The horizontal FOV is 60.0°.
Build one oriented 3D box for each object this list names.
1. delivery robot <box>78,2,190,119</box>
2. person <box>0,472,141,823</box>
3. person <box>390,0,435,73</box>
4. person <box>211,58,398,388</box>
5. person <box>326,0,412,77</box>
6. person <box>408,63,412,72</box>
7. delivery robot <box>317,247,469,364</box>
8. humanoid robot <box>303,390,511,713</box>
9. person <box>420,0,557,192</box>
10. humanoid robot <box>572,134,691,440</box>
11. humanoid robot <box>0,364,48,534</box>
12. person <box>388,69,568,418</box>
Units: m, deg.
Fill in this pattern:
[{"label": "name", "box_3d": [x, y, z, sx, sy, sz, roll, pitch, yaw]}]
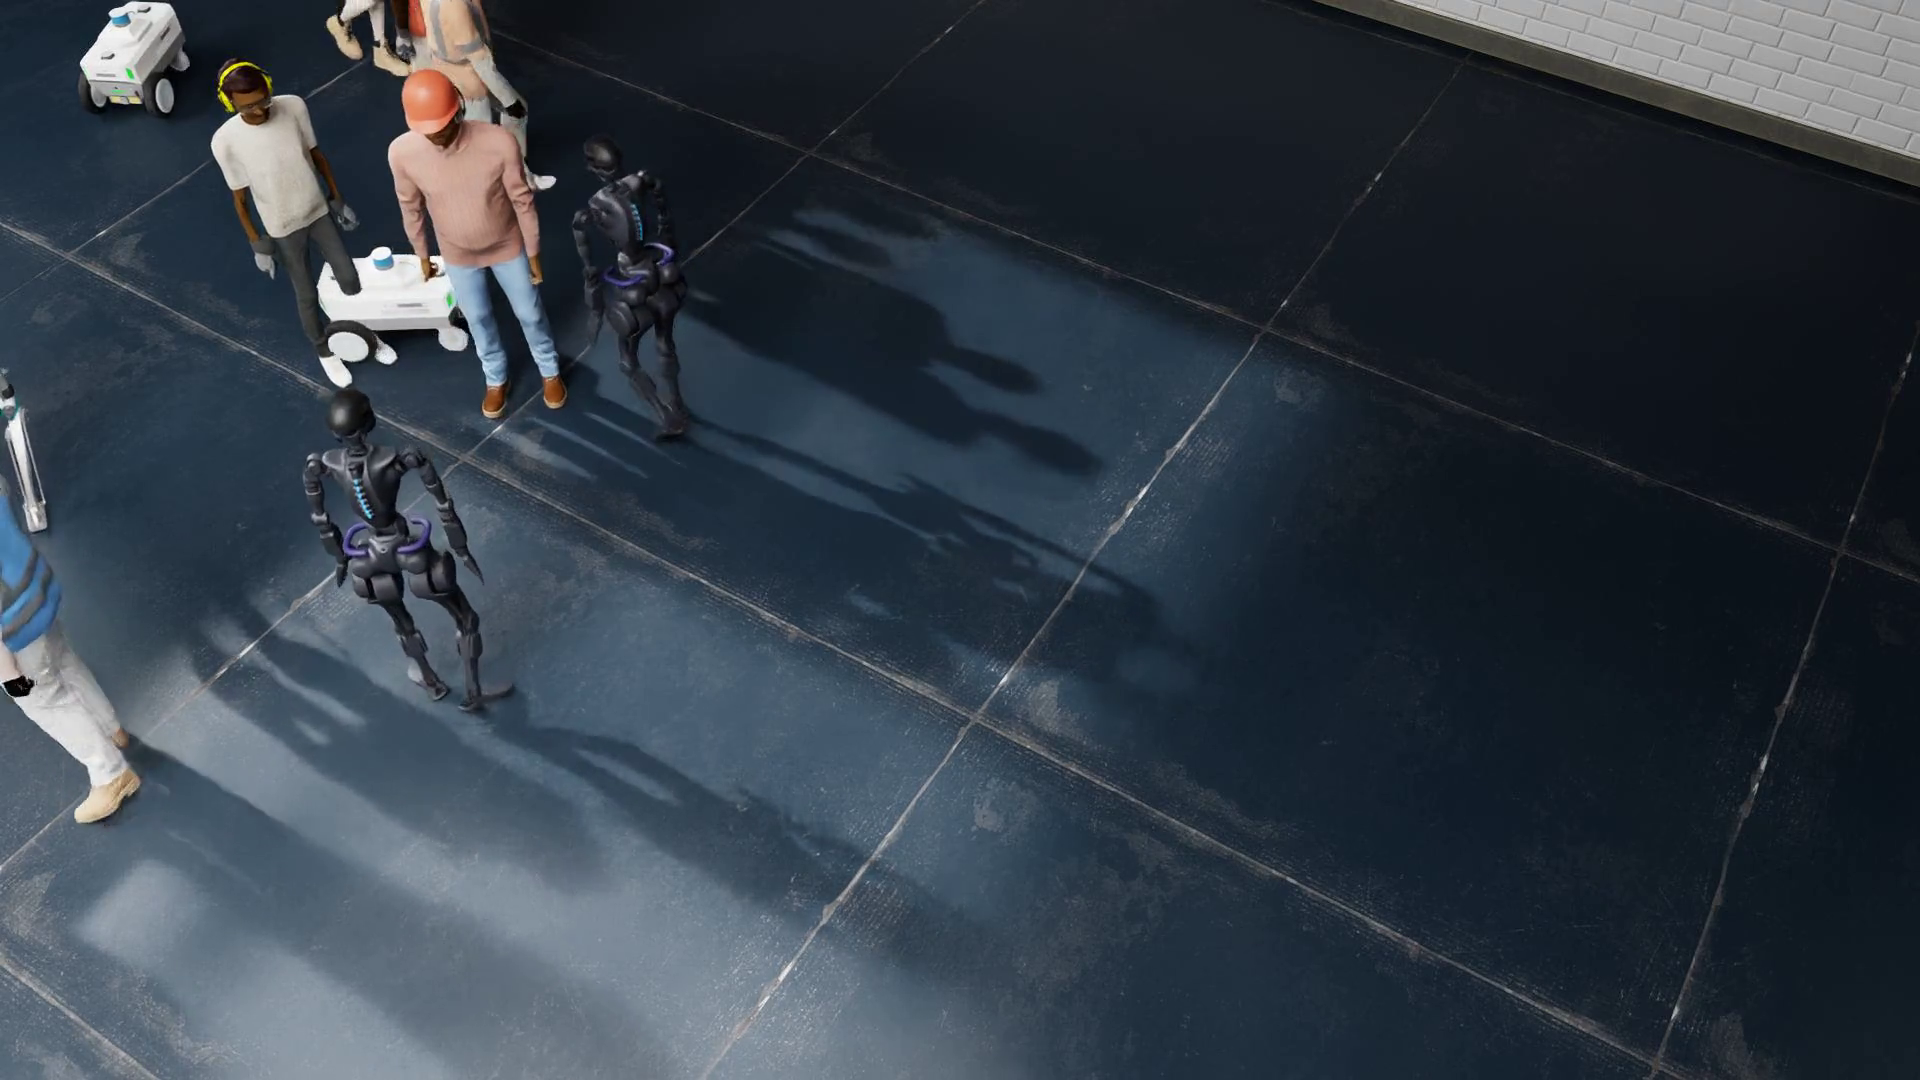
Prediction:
[{"label": "delivery robot", "box_3d": [-5.076, -2.982, 10.217, 0.507, 0.572, 0.736, 4, 49, 4]}, {"label": "person", "box_3d": [-3.723, 0.336, 6.506, 0.471, 1.801, 0.764, -7, 49, -6]}, {"label": "person", "box_3d": [-2.952, -2.959, 9.290, 0.390, 1.952, 0.606, 17, 51, 15]}, {"label": "person", "box_3d": [-3.210, -1.539, 8.110, 0.355, 1.853, 0.540, 35, 57, 27]}, {"label": "person", "box_3d": [-3.666, -3.656, 9.948, 0.498, 1.868, 0.488, 22, 52, 18]}, {"label": "person", "box_3d": [-3.408, -3.834, 10.069, 0.644, 1.929, 0.993, -2, 49, -2]}, {"label": "delivery robot", "box_3d": [-2.986, -1.273, 8.739, 0.781, 0.595, 0.499, -2, 49, -2]}, {"label": "humanoid robot", "box_3d": [-2.291, 0.104, 6.796, 0.613, 1.645, 0.473, -3, 49, -3]}, {"label": "person", "box_3d": [-2.524, -2.522, 8.933, 0.679, 1.900, 0.600, -15, 51, -13]}, {"label": "humanoid robot", "box_3d": [-1.491, -1.177, 7.914, 0.450, 1.635, 0.603, 35, 57, 26]}, {"label": "humanoid robot", "box_3d": [-4.559, -0.681, 7.512, 0.566, 1.906, 0.708, -20, 52, -16]}, {"label": "person", "box_3d": [-2.289, -1.375, 7.881, 0.635, 1.980, 0.420, -6, 49, -5]}]
